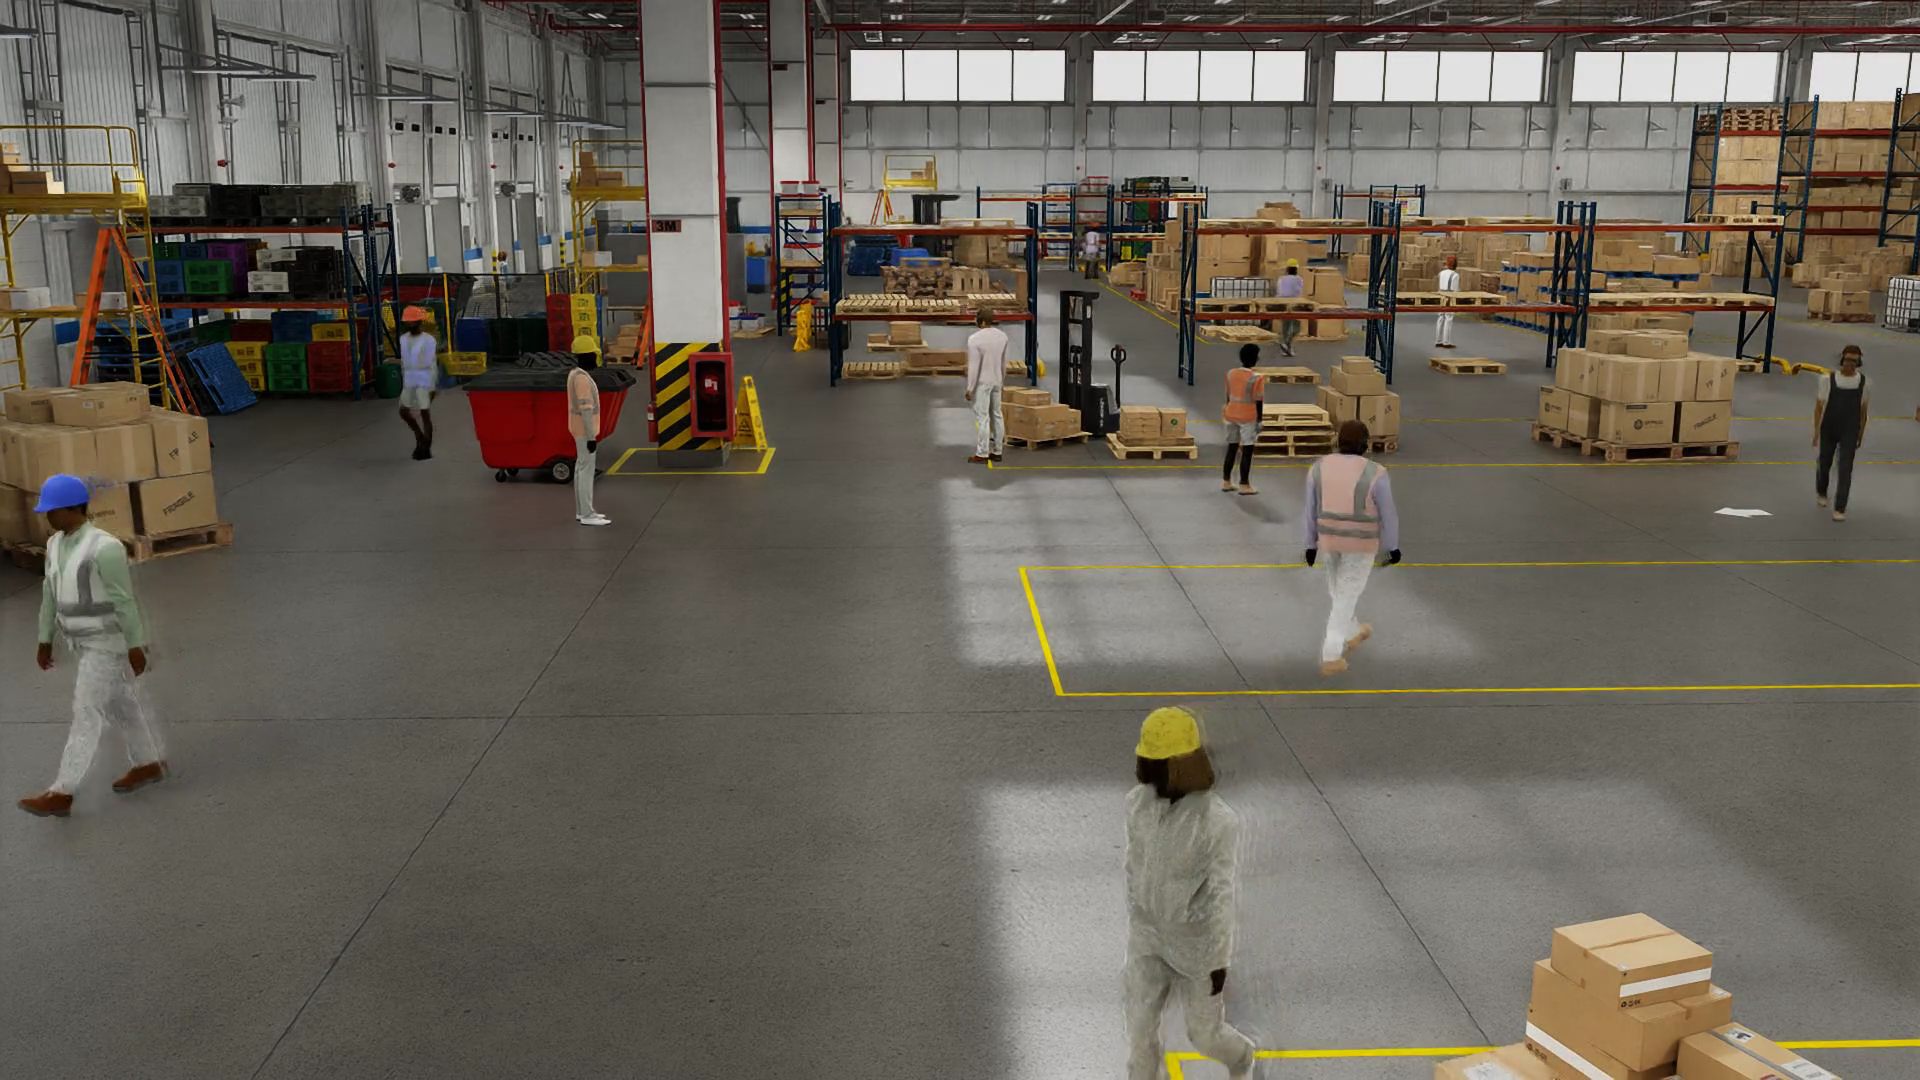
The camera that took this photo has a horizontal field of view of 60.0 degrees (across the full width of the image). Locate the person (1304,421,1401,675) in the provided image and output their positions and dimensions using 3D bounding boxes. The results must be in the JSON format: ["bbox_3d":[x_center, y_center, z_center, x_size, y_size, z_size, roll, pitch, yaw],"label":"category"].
[{"bbox_3d":[2.873,0.029,12.058,0.631,1.794,0.950,12,17,43],"label":"person"}]

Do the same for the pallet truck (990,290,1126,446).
[{"bbox_3d":[1.257,-2.299,22.111,1.885,1.965,0.823,-9,15,-35],"label":"pallet truck"}]

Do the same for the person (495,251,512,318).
[{"bbox_3d":[-11.222,-6.260,40.833,0.313,1.634,0.514,-10,16,-39],"label":"person"}]

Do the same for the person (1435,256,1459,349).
[{"bbox_3d":[9.905,-4.814,33.758,0.350,1.878,0.567,-6,14,-24],"label":"person"}]

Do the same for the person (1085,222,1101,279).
[{"bbox_3d":[4.484,-9.660,55.599,0.590,1.885,0.751,10,16,39],"label":"person"}]

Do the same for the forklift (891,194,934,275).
[{"bbox_3d":[-1.213,-9.812,54.021,1.873,2.768,1.129,-7,14,-30],"label":"forklift"}]

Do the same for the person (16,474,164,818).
[{"bbox_3d":[-4.968,0.581,9.303,0.651,1.899,0.960,8,15,34],"label":"person"}]

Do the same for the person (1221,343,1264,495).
[{"bbox_3d":[3.147,-1.336,18.481,0.328,1.686,0.544,-12,17,-42],"label":"person"}]

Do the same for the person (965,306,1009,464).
[{"bbox_3d":[0.318,-1.898,20.435,0.627,1.941,0.370,-11,17,-42],"label":"person"}]

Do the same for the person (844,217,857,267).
[{"bbox_3d":[-4.208,-11.297,63.019,0.650,1.887,1.033,5,13,21],"label":"person"}]

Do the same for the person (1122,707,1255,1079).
[{"bbox_3d":[0.821,1.402,6.015,0.488,1.724,0.688,10,16,39],"label":"person"}]

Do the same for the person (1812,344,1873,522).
[{"bbox_3d":[9.134,-1.137,17.282,0.515,1.823,0.753,6,14,24],"label":"person"}]

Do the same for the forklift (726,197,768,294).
[{"bbox_3d":[-6.625,-8.602,48.560,1.873,2.768,1.129,0,12,-2],"label":"forklift"}]

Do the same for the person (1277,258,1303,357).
[{"bbox_3d":[6.415,-4.502,32.242,0.413,1.913,0.618,-10,16,-39],"label":"person"}]

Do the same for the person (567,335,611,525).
[{"bbox_3d":[-3.791,-1.113,16.908,0.361,1.930,0.589,-5,13,-20],"label":"person"}]

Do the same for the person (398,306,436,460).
[{"bbox_3d":[-6.748,-1.945,20.667,0.567,1.926,0.400,6,14,24],"label":"person"}]
